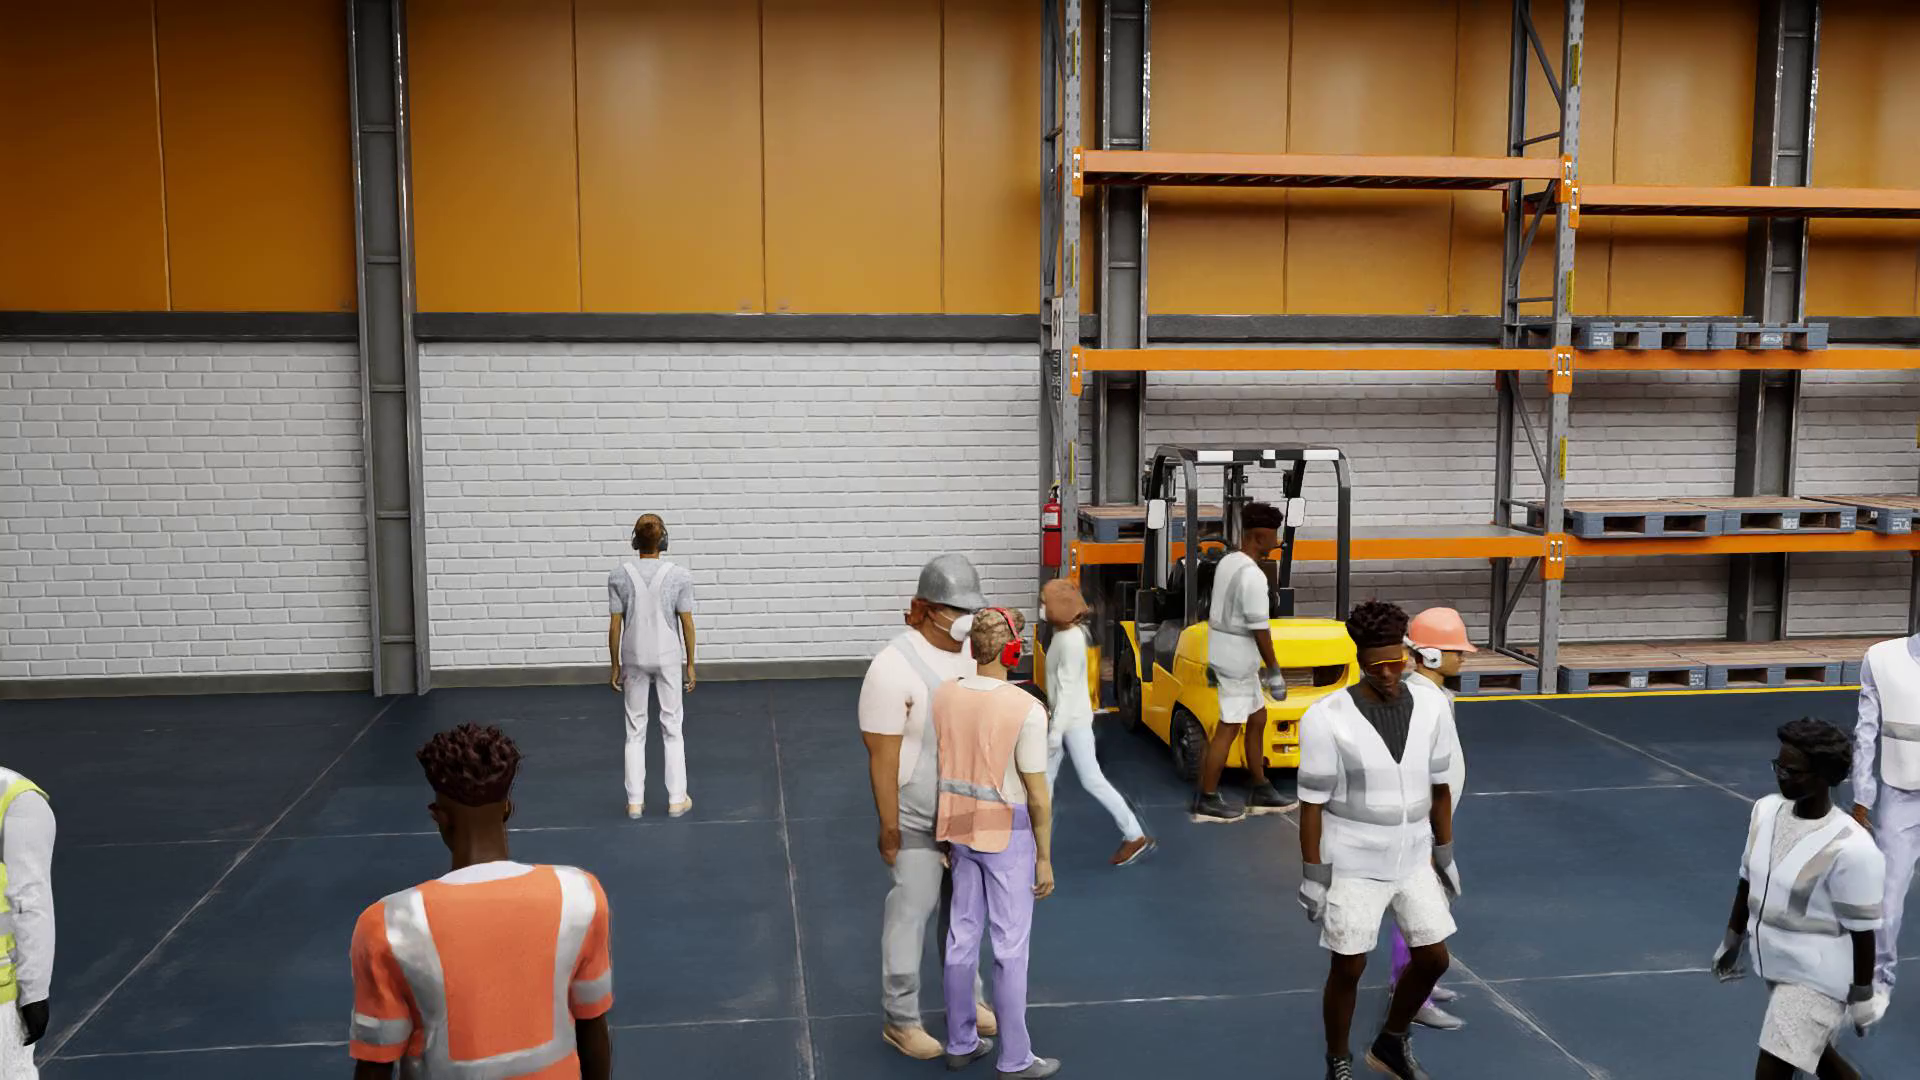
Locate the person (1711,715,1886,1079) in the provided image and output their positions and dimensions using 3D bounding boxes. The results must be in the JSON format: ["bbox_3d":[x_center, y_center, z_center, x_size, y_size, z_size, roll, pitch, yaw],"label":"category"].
[{"bbox_3d":[2.777,1.381,5.408,0.873,1.663,0.533,-1,7,-6],"label":"person"}]

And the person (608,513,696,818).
[{"bbox_3d":[-1.855,0.758,10.034,0.519,1.844,0.331,-1,7,-5],"label":"person"}]

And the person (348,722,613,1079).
[{"bbox_3d":[-1.119,1.405,3.935,0.620,1.955,0.391,-4,7,-30],"label":"person"}]

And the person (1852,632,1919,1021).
[{"bbox_3d":[4.060,1.072,6.956,0.593,1.922,0.391,3,7,25],"label":"person"}]

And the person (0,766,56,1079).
[{"bbox_3d":[-3.022,1.346,4.972,0.640,1.830,0.429,0,7,3],"label":"person"}]

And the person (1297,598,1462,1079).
[{"bbox_3d":[1.519,1.162,6.063,0.647,1.939,0.461,-2,7,-17],"label":"person"}]

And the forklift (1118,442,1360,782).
[{"bbox_3d":[1.912,0.418,11.496,1.214,2.155,2.313,-1,7,-8],"label":"forklift"}]

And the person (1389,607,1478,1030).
[{"bbox_3d":[1.983,1.148,7.020,0.341,1.750,0.567,2,7,15],"label":"person"}]

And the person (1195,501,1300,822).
[{"bbox_3d":[1.761,0.730,9.871,0.769,1.928,0.620,0,7,-4],"label":"person"}]

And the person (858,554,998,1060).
[{"bbox_3d":[-0.057,1.044,6.675,0.541,2.000,0.687,6,9,44],"label":"person"}]

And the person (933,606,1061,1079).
[{"bbox_3d":[0.115,1.174,6.400,0.565,1.843,0.389,6,9,40],"label":"person"}]

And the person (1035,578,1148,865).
[{"bbox_3d":[0.631,0.996,9.049,0.851,1.595,0.520,-1,7,-5],"label":"person"}]
